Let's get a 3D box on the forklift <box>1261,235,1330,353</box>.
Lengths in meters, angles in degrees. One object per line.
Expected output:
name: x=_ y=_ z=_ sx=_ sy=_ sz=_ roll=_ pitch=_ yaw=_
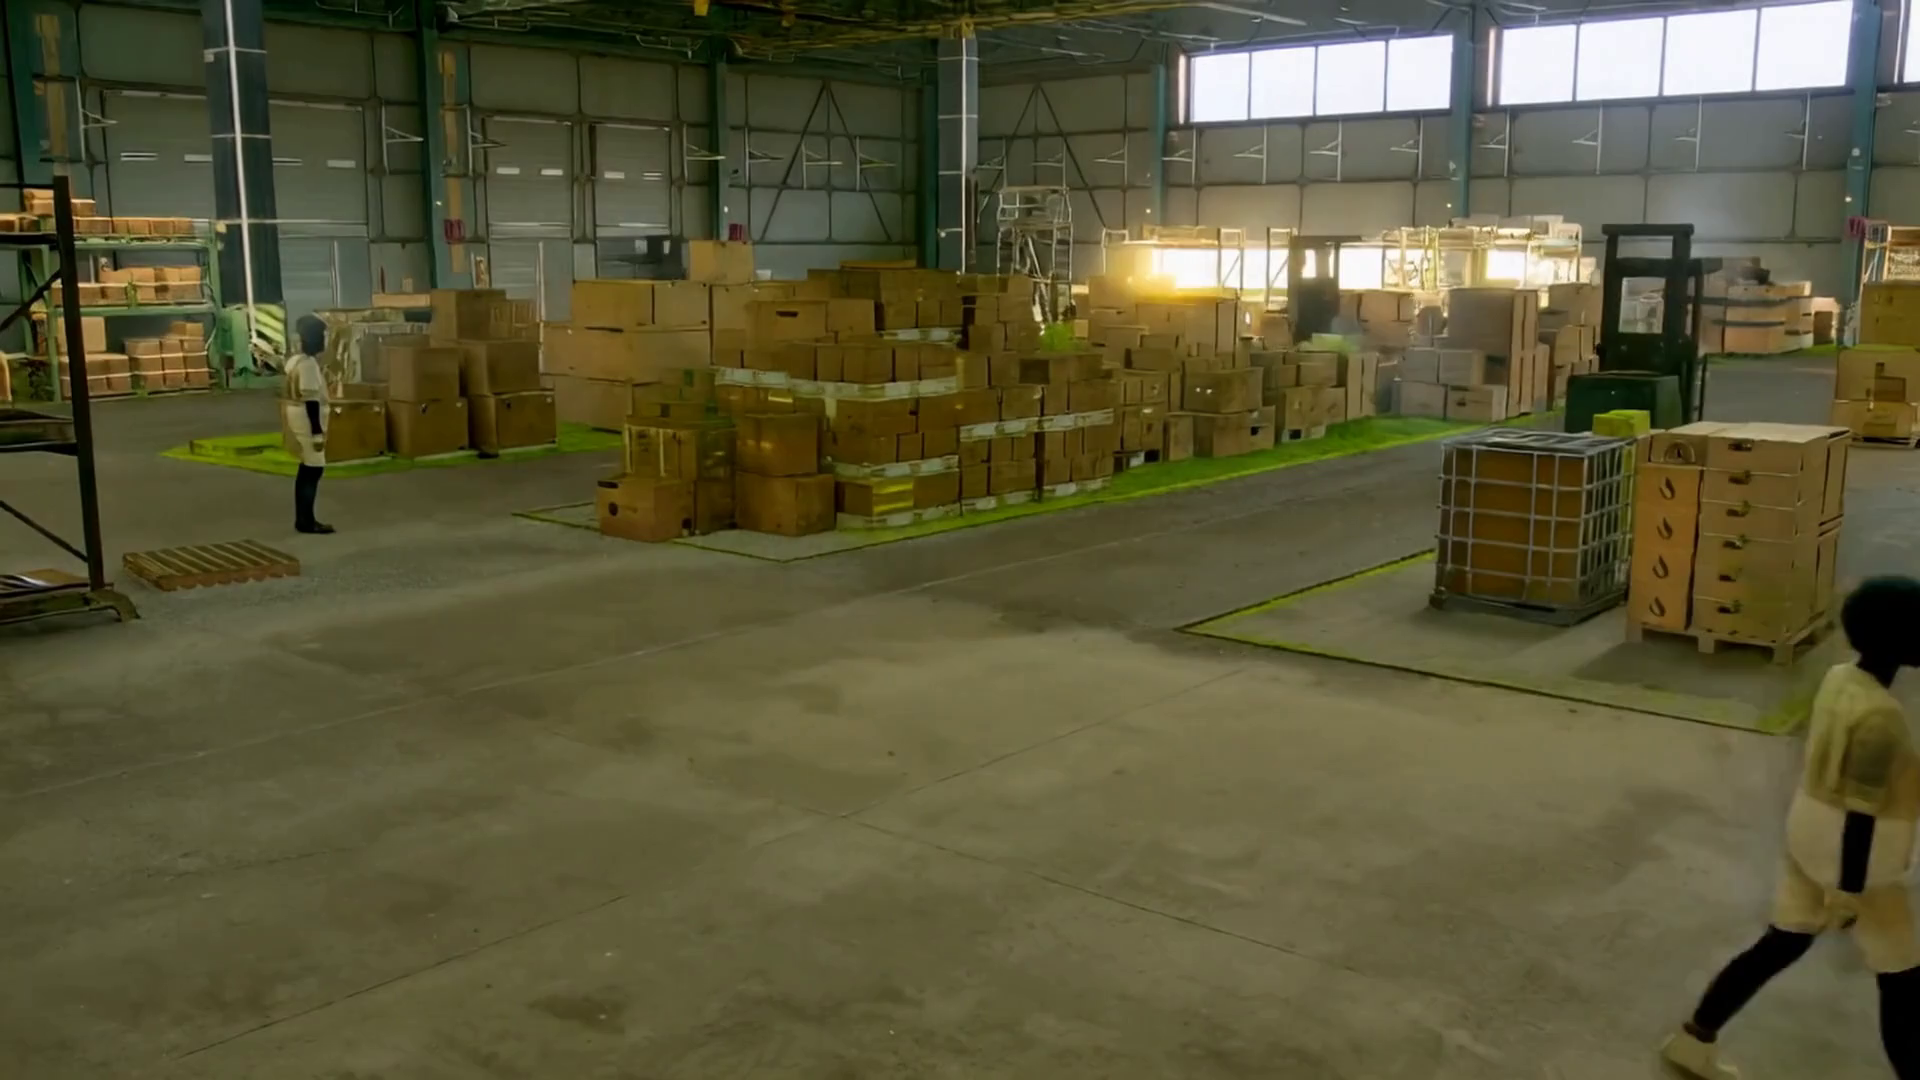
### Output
forklift: x=7.439 y=-5.133 z=35.615 sx=1.129 sy=2.768 sz=1.873 roll=-6 pitch=12 yaw=-32

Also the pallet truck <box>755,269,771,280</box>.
pallet truck: x=-4.996 y=-6.432 z=45.525 sx=1.885 sy=1.965 sz=0.823 roll=-6 pitch=12 yaw=-32

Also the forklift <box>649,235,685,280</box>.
forklift: x=-6.398 y=-5.293 z=36.529 sx=1.873 sy=2.768 sz=1.129 roll=-9 pitch=13 yaw=-42

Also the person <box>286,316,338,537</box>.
person: x=-5.757 y=-1.001 z=14.740 sx=0.376 sy=1.958 sz=0.609 roll=-7 pitch=12 yaw=-33

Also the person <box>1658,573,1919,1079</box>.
person: x=2.515 y=0.899 z=4.772 sx=0.882 sy=1.656 sz=0.544 roll=2 pitch=10 yaw=12

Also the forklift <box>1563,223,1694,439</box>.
forklift: x=7.945 y=-2.291 z=19.437 sx=1.129 sy=2.768 sz=1.873 roll=8 pitch=13 yaw=40
